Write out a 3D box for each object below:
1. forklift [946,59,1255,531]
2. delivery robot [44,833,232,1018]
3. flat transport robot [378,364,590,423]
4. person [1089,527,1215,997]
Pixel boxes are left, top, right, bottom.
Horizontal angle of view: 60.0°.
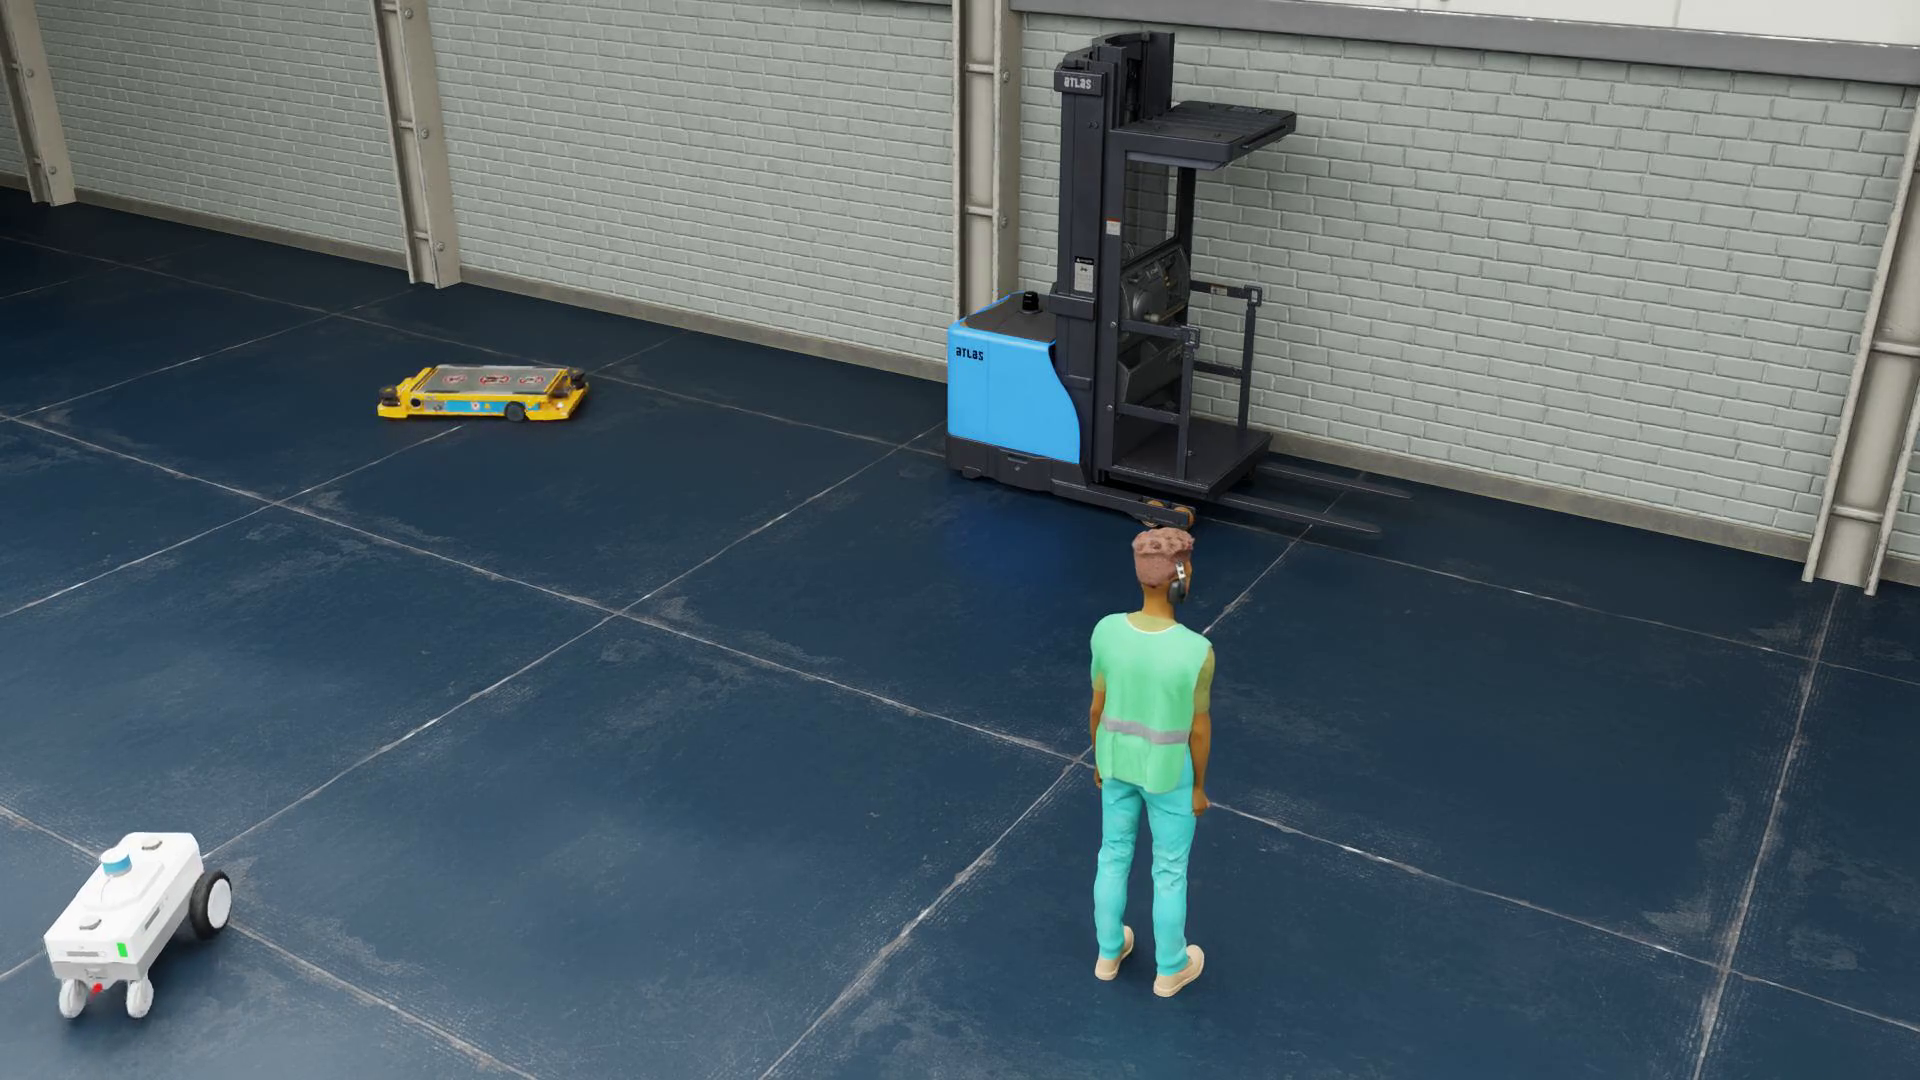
[{"bbox_3d":[0.933,-1.707,10.833,1.873,2.768,1.129,15,29,28],"label":"forklift"},{"bbox_3d":[-3.351,1.511,6.736,0.499,0.602,0.801,1,25,1],"label":"delivery robot"},{"bbox_3d":[-3.602,-1.115,12.617,1.431,0.231,0.659,1,25,3],"label":"flat transport robot"},{"bbox_3d":[0.720,0.880,6.401,0.485,1.978,0.410,13,28,26],"label":"person"}]
